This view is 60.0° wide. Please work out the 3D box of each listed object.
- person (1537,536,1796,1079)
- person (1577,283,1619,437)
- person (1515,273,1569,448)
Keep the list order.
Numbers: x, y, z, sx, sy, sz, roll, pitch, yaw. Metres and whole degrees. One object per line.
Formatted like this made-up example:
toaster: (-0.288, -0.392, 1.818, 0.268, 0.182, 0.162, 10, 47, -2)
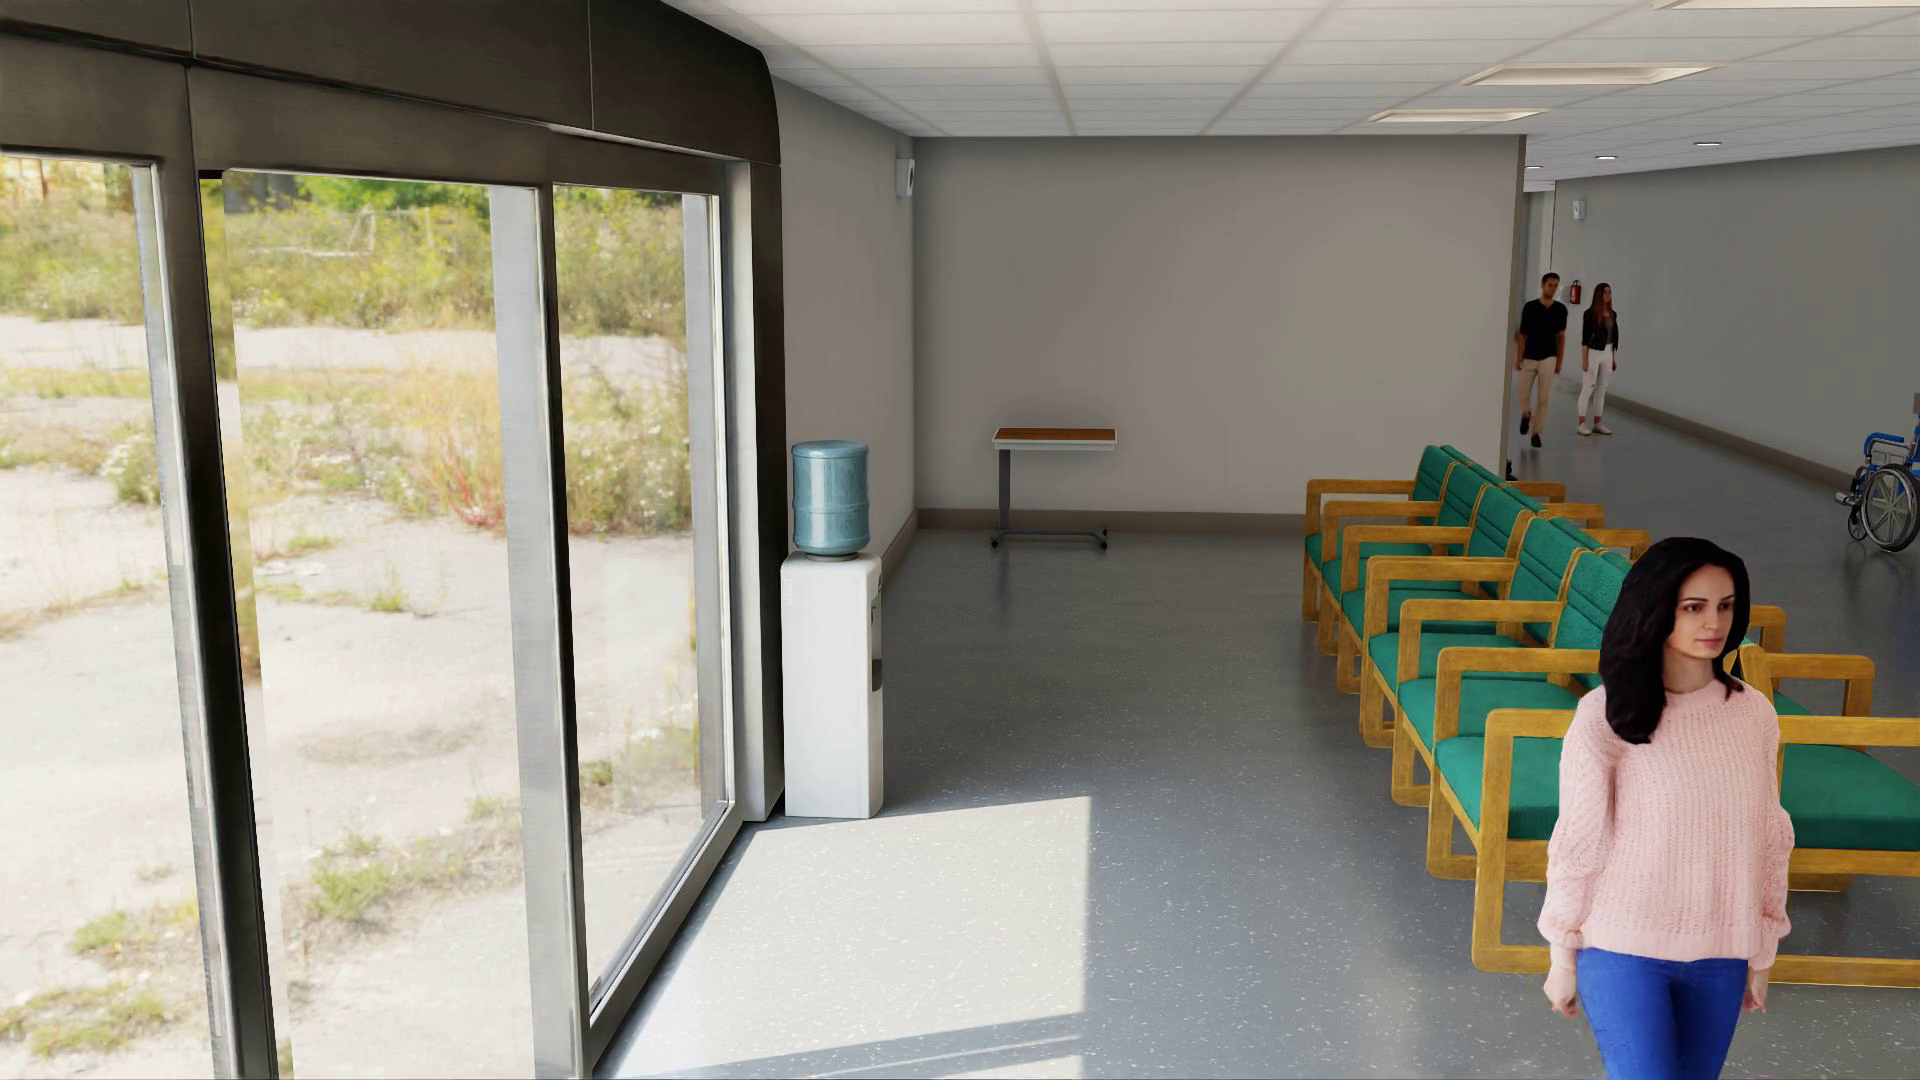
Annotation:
person: (1.391, 0.849, 3.416, 1.103, 1.740, 0.863, -1, 11, -7)
person: (7.205, -2.050, 18.792, 0.593, 1.704, 0.733, -4, 11, -18)
person: (6.171, -1.916, 17.722, 0.927, 1.839, 0.826, 3, 11, 18)
